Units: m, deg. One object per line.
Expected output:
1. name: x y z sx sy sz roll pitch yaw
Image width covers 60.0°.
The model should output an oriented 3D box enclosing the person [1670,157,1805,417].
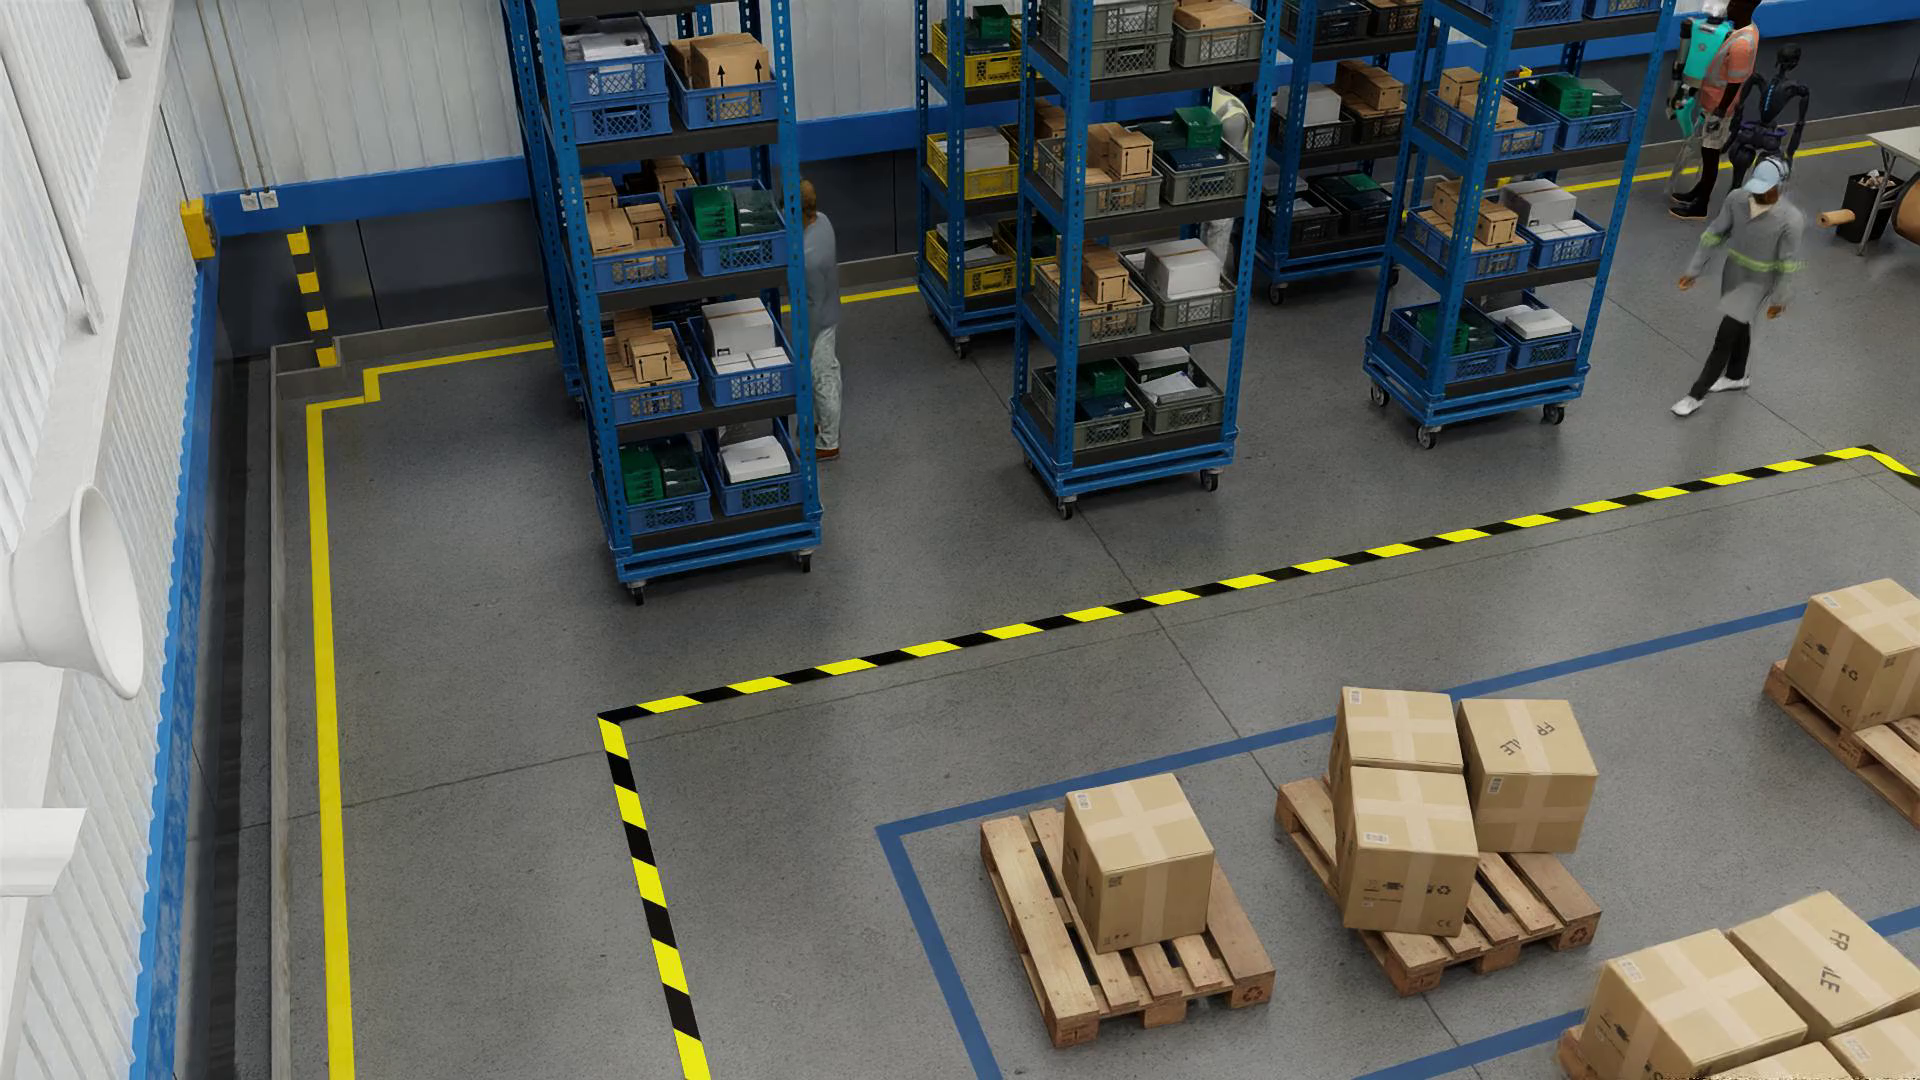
1. person: 5.174 -1.710 11.137 0.874 1.802 0.620 -14 37 -18

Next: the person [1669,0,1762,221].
1. person: 6.261 -3.608 13.699 0.361 1.964 0.612 14 37 19

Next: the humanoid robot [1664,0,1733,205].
1. humanoid robot: 6.291 -3.669 14.026 0.693 1.830 0.530 -25 42 -31

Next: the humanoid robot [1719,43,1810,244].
1. humanoid robot: 6.398 -3.159 13.307 0.594 1.656 0.332 28 44 34

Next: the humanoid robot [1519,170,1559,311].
1. humanoid robot: 3.973 -2.053 11.800 0.779 1.644 0.609 6 36 9

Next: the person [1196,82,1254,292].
1. person: 2.010 -2.756 12.599 0.429 1.841 0.631 -6 36 -9

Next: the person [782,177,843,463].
1. person: -0.937 -1.384 10.572 0.378 1.937 0.628 2 35 3
